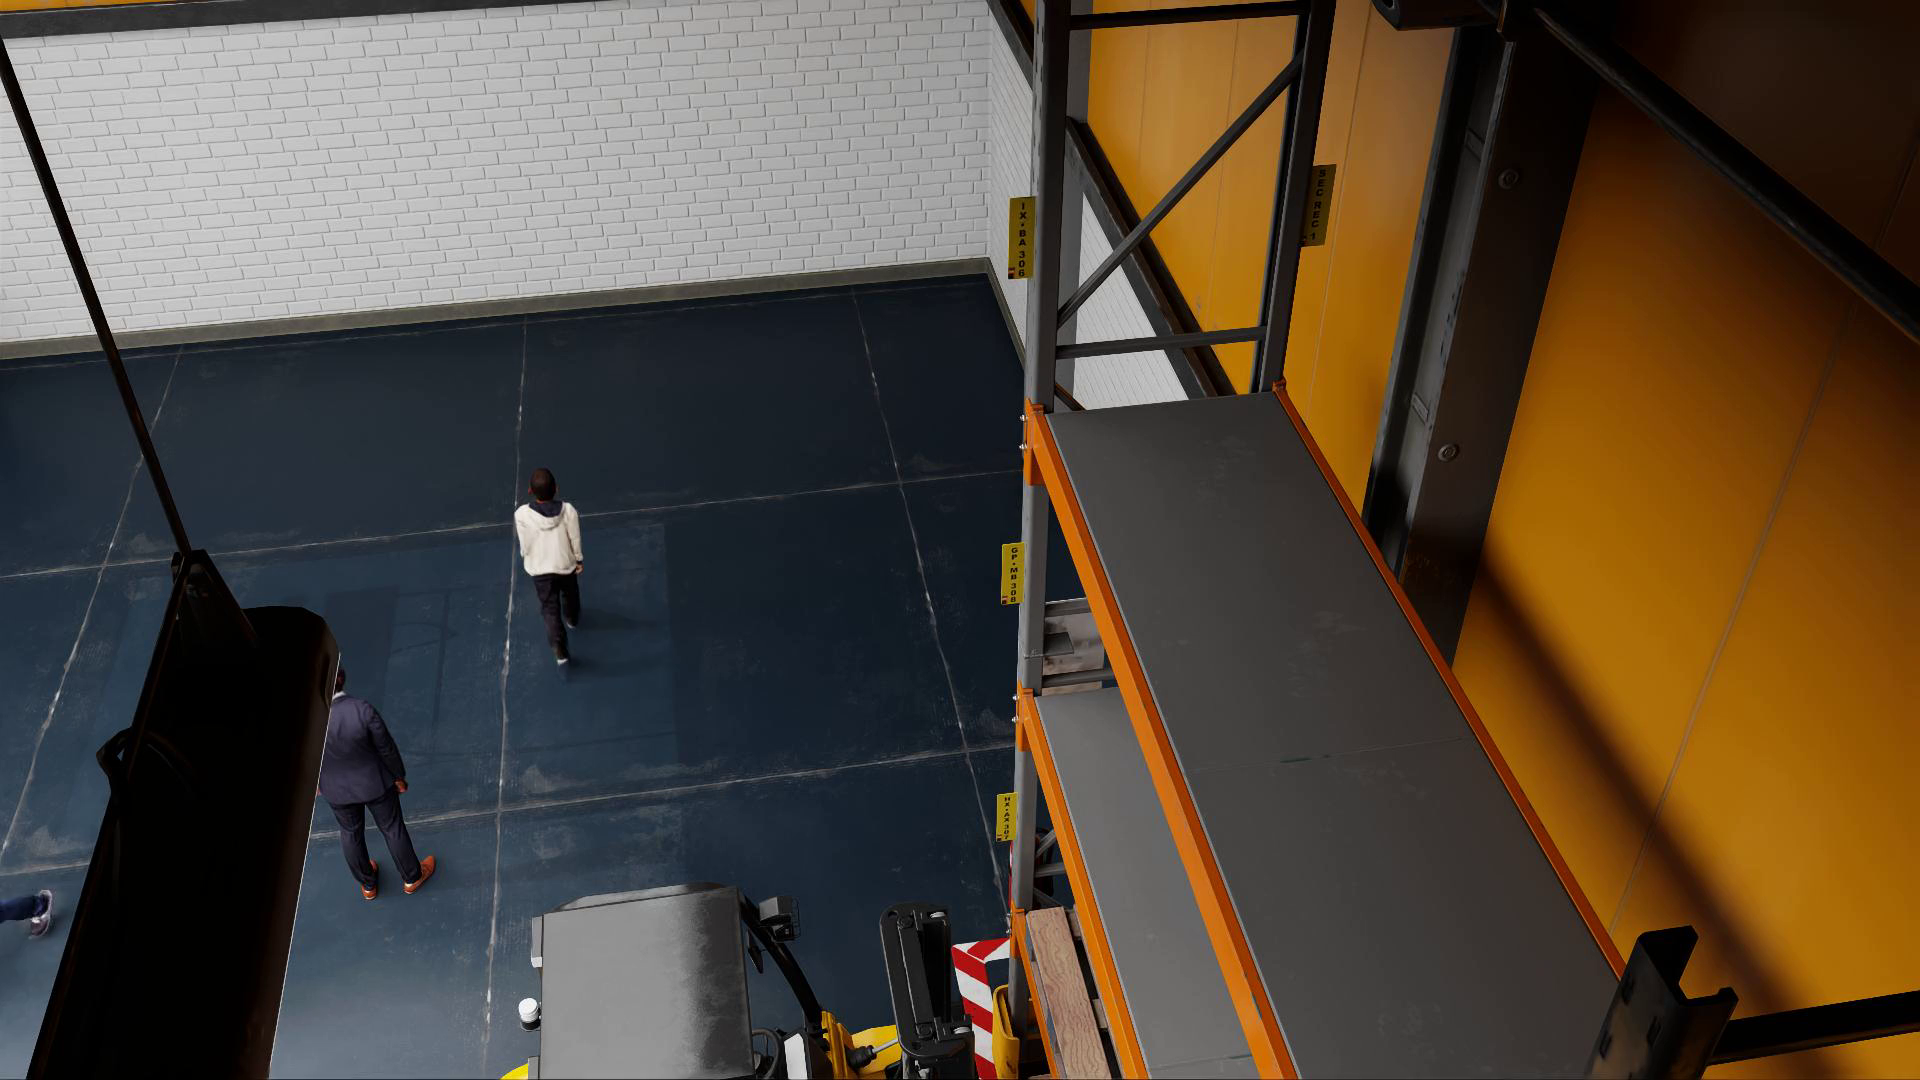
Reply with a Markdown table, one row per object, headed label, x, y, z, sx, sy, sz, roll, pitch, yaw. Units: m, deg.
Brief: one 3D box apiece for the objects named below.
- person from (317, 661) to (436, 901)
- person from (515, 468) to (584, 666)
| label | x | y | z | sx | sy | sz | roll | pitch | yaw |
| --- | --- | --- | --- | --- | --- | --- | --- | --- | --- |
| person | -3.427 | 1.365 | 9.468 | 0.719 | 1.824 | 0.612 | -3 | 39 | -3 |
| person | -2.757 | 0.196 | 11.242 | 0.644 | 1.437 | 0.982 | -11 | 40 | -13 |
